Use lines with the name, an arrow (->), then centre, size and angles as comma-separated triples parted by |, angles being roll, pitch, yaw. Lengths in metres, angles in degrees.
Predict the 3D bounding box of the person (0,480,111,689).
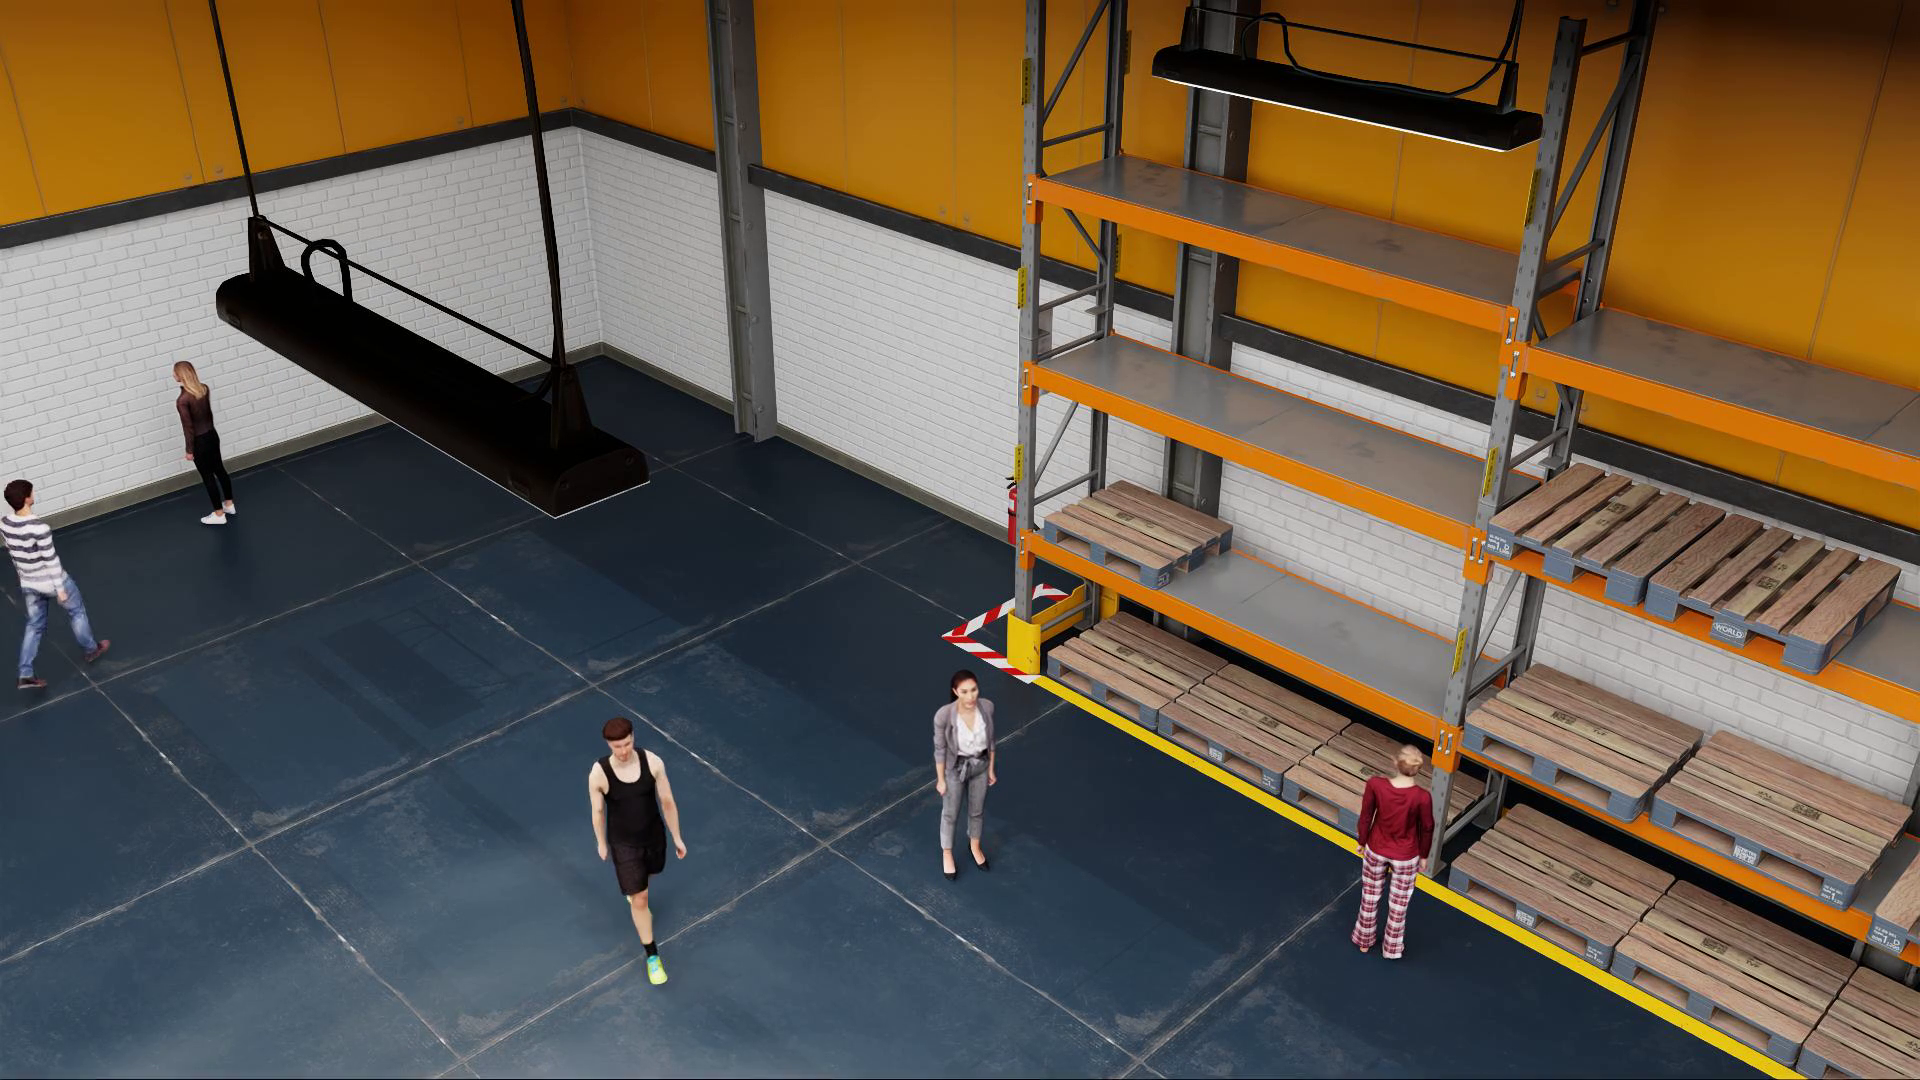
person -> -7.661, 0.402, 13.766 | 1.200, 1.813, 1.113 | 7, 29, 12

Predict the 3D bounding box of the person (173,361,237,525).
person -> -7.460, -0.973, 16.400 | 0.697, 1.704, 0.676 | 4, 29, 8

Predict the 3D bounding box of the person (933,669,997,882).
person -> 0.033, 1.625, 11.663 | 0.703, 1.679, 0.711 | -12, 31, -20

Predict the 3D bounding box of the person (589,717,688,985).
person -> -2.145, 1.908, 10.967 | 0.925, 1.848, 1.259 | -14, 32, -24

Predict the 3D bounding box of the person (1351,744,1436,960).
person -> 2.839, 2.028, 10.915 | 0.565, 1.687, 0.742 | 12, 31, 22
